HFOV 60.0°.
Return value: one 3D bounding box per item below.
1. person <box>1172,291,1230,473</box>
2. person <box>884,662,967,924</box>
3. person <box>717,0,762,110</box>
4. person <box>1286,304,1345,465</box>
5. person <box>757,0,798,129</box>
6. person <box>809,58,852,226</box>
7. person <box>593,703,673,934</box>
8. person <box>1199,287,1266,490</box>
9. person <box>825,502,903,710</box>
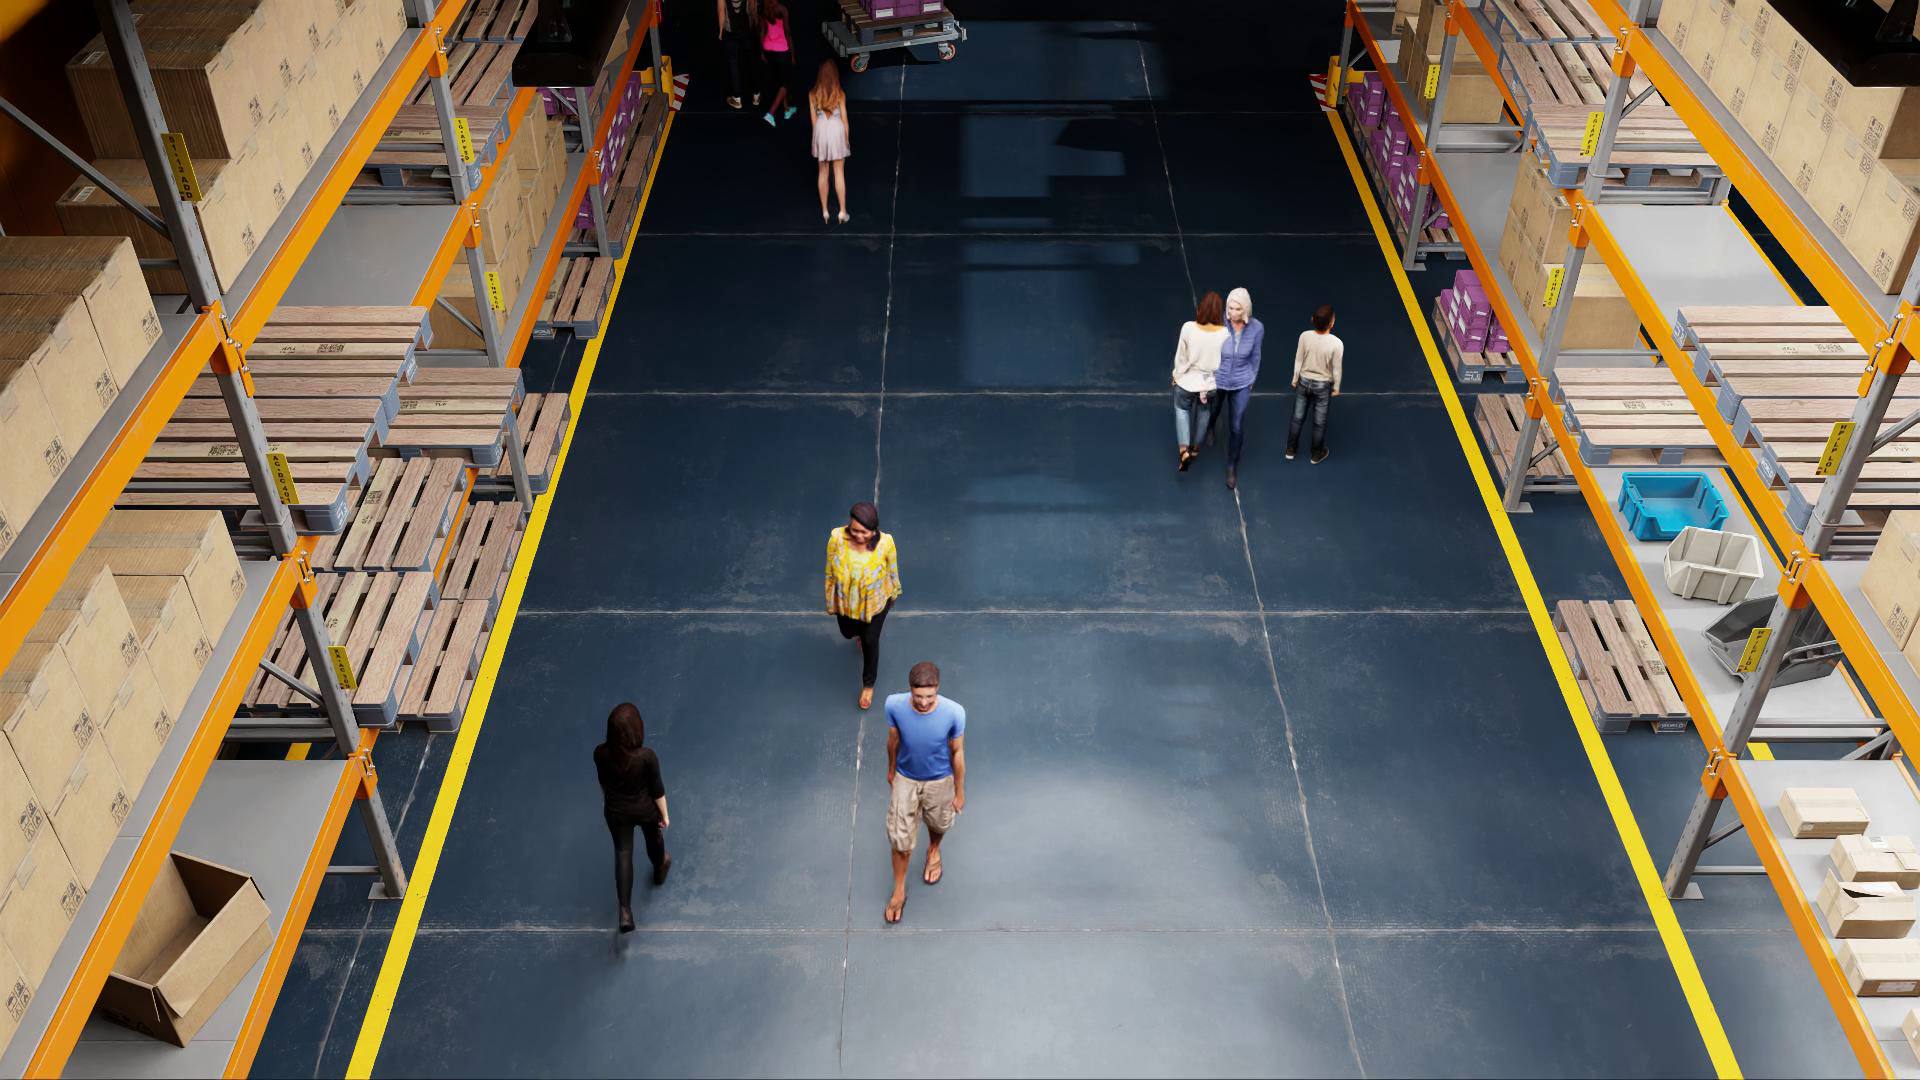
[{"bbox_3d":[1.959,-1.254,13.595,0.733,1.662,0.901,4,39,5],"label":"person"},{"bbox_3d":[-0.208,1.372,10.155,0.697,1.850,0.944,4,39,5],"label":"person"},{"bbox_3d":[-2.567,-5.958,19.297,0.712,1.896,0.687,-13,40,-16],"label":"person"},{"bbox_3d":[2.938,-1.293,13.802,0.627,1.463,0.625,17,42,20],"label":"person"},{"bbox_3d":[-2.120,-5.501,18.880,0.868,1.702,1.072,20,43,23],"label":"person"},{"bbox_3d":[-1.328,-4.065,17.028,0.586,1.769,0.604,4,39,5],"label":"person"},{"bbox_3d":[-1.984,1.669,9.968,0.562,1.620,0.968,1,39,1],"label":"person"},{"bbox_3d":[2.194,-1.354,13.677,0.738,1.714,1.093,4,39,5],"label":"person"},{"bbox_3d":[-0.683,0.364,11.595,0.751,1.629,1.007,4,39,4],"label":"person"}]
